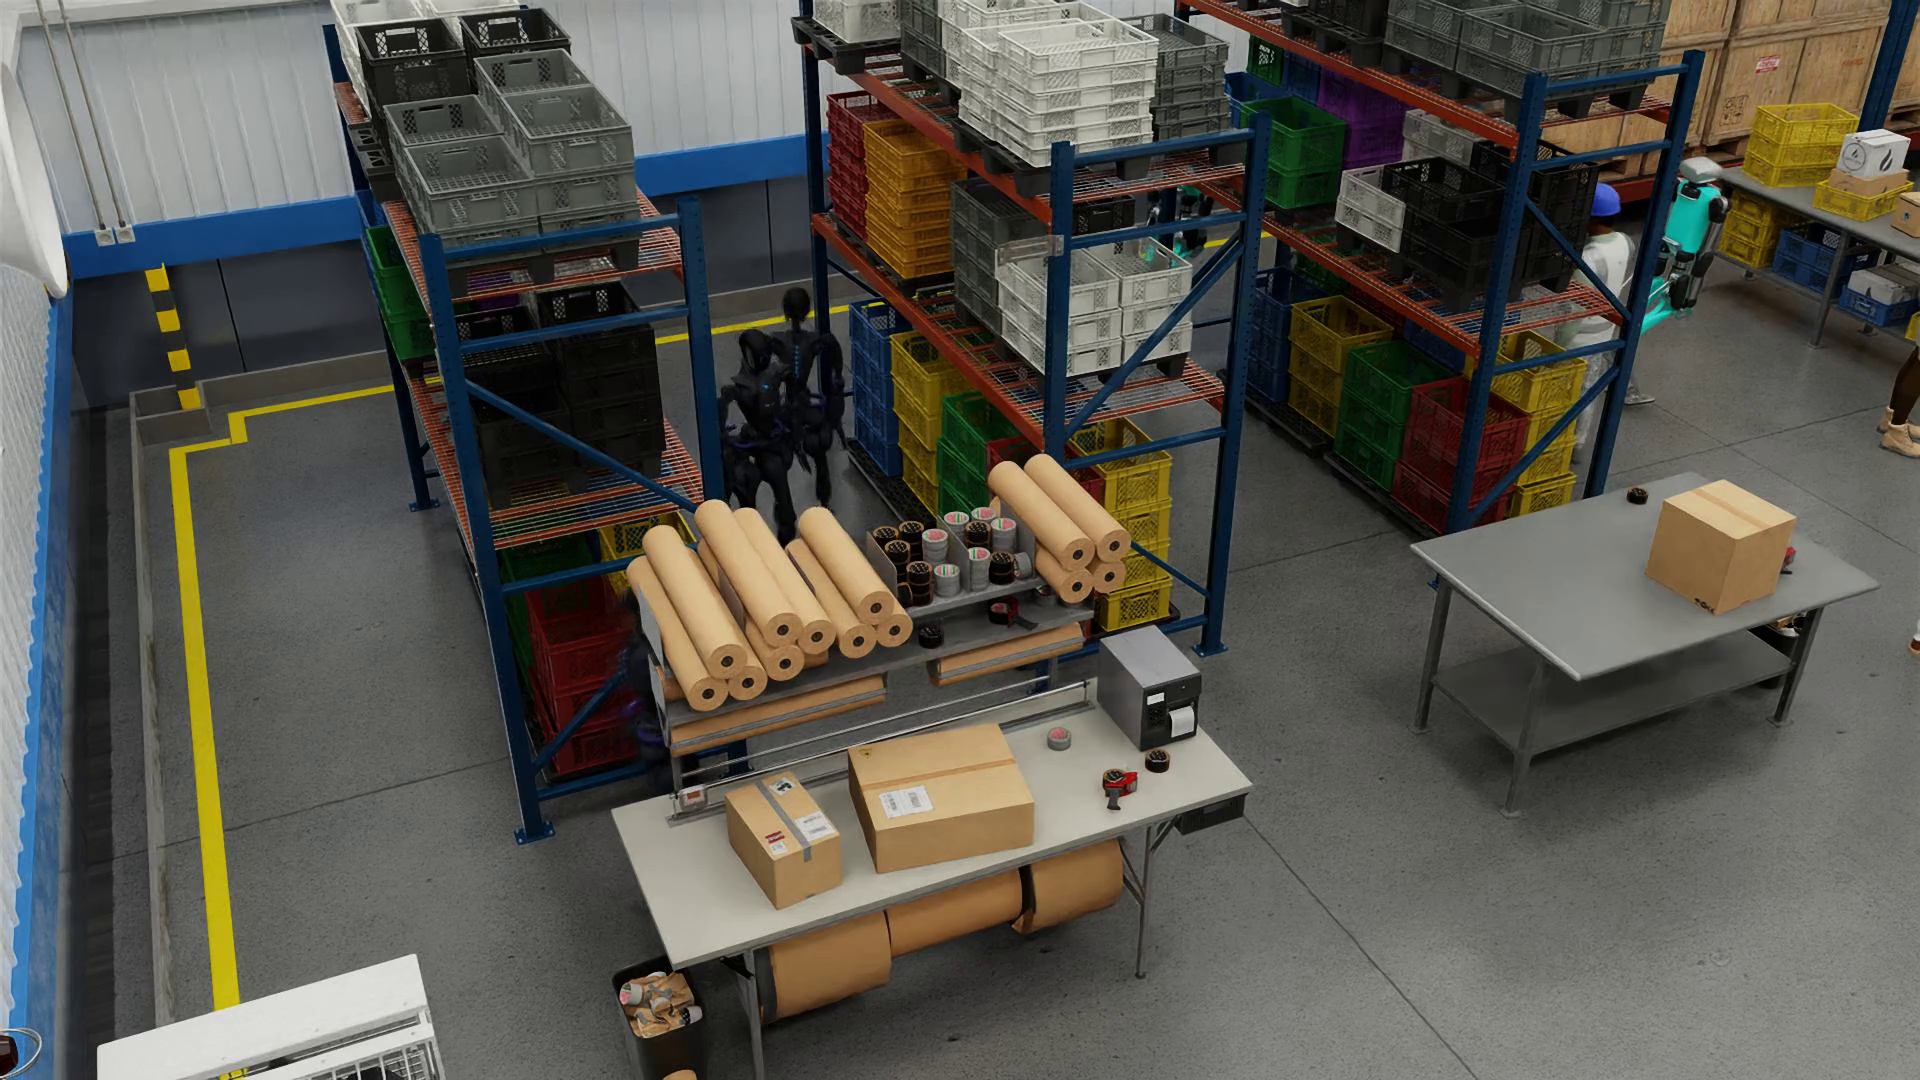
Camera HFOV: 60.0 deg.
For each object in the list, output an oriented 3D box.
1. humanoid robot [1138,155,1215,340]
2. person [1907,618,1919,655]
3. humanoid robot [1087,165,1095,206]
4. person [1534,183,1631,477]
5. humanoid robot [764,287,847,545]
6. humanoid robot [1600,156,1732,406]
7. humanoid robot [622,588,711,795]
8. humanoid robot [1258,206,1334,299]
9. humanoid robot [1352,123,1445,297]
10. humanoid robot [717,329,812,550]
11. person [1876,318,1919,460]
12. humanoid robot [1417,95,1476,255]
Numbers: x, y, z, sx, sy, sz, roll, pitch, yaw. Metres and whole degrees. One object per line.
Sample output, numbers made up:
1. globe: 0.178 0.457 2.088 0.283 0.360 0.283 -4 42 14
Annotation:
1. humanoid robot: 1.487 -2.225 12.114 0.530 1.723 0.736 23 38 32
2. person: 5.439 -0.120 8.640 0.359 1.877 0.572 -10 33 -15
3. humanoid robot: 0.675 -2.431 12.465 0.674 1.749 0.541 -10 33 -16
4. person: 3.904 -1.309 10.498 0.410 1.943 0.635 26 40 35
5. humanoid robot: -0.967 -0.683 9.771 0.602 1.634 0.621 -1 32 -2
6. humanoid robot: 4.667 -1.729 11.280 0.741 1.693 0.533 -10 33 -16
7. humanoid robot: -1.178 0.875 7.201 0.472 1.642 0.611 -13 34 -20
8. humanoid robot: 2.762 -2.538 12.818 0.756 1.642 0.616 -3 32 -5
9. humanoid robot: 3.177 -2.273 12.278 0.531 1.753 0.911 -19 36 -28
10. humanoid robot: -1.139 -0.482 9.415 0.593 1.634 0.464 -24 39 -34
11. person: 6.410 -1.512 10.741 0.391 2.035 0.613 14 34 21
12. humanoid robot: 3.970 -3.045 13.575 0.483 1.643 0.601 24 39 33
